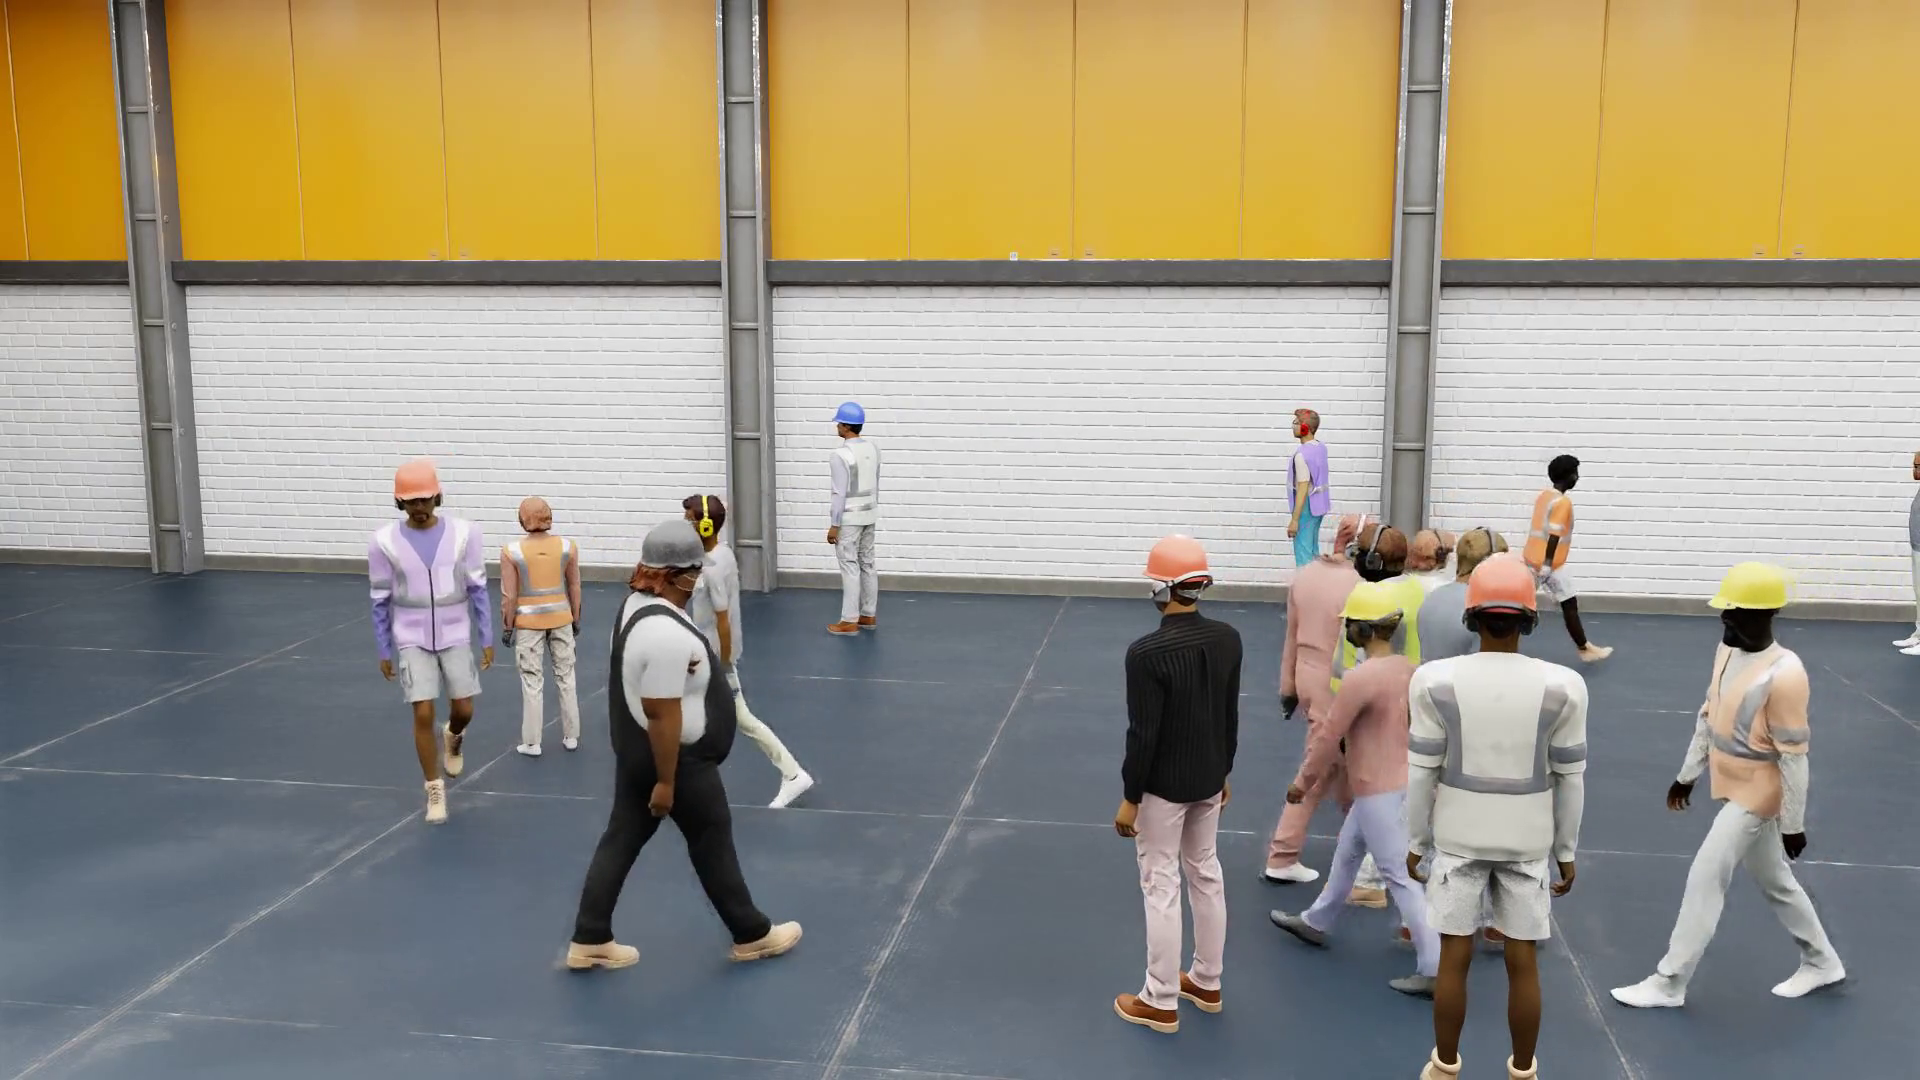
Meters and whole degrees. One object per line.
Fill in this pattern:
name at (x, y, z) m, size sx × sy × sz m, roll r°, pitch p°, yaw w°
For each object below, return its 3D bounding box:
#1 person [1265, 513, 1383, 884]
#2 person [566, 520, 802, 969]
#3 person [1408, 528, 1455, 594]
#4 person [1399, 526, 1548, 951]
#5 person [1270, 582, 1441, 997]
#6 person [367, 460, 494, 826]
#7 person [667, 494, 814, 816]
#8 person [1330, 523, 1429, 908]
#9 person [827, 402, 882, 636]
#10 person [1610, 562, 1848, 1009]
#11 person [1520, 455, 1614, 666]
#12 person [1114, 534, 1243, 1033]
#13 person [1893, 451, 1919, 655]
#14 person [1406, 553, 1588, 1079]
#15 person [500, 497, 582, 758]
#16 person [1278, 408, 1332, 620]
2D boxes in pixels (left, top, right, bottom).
person at (1.919, 0.777, 8.334) m, size 1.012 × 1.840 × 0.651 m, roll -4°, pitch 10°, yaw -21°
person at (-1.249, 0.862, 7.179) m, size 1.015 × 2.000 × 0.688 m, roll -5°, pitch 10°, yaw -27°
person at (2.537, 0.740, 9.218) m, size 0.611 × 1.618 × 0.524 m, roll -3°, pitch 10°, yaw -16°
person at (2.314, 0.890, 7.417) m, size 0.802 × 1.904 × 0.642 m, roll -2°, pitch 9°, yaw -14°
person at (1.749, 1.039, 7.105) m, size 0.937 × 1.713 × 0.531 m, roll 7°, pitch 12°, yaw 38°
person at (-2.954, 0.533, 9.307) m, size 0.650 × 2.014 × 0.733 m, roll -4°, pitch 10°, yaw -21°
person at (-1.299, 0.636, 9.235) m, size 0.941 × 1.831 × 0.513 m, roll 0°, pitch 9°, yaw -2°
person at (1.990, 0.832, 7.975) m, size 0.430 × 1.845 × 0.619 m, roll 7°, pitch 11°, yaw 35°
person at (-0.886, -0.179, 13.875) m, size 0.378 × 1.950 × 0.610 m, roll 6°, pitch 11°, yaw 32°
person at (3.241, 1.008, 6.801) m, size 0.999 × 1.881 × 0.589 m, roll 1°, pitch 9°, yaw 5°
person at (4.512, 0.158, 12.741) m, size 0.967 × 1.629 × 0.548 m, roll 0°, pitch 9°, yaw -3°
person at (0.863, 0.966, 6.679) m, size 0.625 × 1.992 × 0.386 m, roll -7°, pitch 12°, yaw -39°
person at (7.626, 0.094, 13.169) m, size 0.268 × 1.632 × 0.507 m, roll 4°, pitch 10°, yaw 21°
person at (1.895, 1.059, 5.945) m, size 0.608 × 2.047 × 0.365 m, roll 2°, pitch 9°, yaw 13°
person at (-2.610, 0.541, 10.395) m, size 0.514 × 1.639 × 0.310 m, roll -6°, pitch 11°, yaw -31°
person at (3.007, -0.217, 14.421) m, size 0.390 × 1.850 × 0.564 m, roll 5°, pitch 10°, yaw 28°
